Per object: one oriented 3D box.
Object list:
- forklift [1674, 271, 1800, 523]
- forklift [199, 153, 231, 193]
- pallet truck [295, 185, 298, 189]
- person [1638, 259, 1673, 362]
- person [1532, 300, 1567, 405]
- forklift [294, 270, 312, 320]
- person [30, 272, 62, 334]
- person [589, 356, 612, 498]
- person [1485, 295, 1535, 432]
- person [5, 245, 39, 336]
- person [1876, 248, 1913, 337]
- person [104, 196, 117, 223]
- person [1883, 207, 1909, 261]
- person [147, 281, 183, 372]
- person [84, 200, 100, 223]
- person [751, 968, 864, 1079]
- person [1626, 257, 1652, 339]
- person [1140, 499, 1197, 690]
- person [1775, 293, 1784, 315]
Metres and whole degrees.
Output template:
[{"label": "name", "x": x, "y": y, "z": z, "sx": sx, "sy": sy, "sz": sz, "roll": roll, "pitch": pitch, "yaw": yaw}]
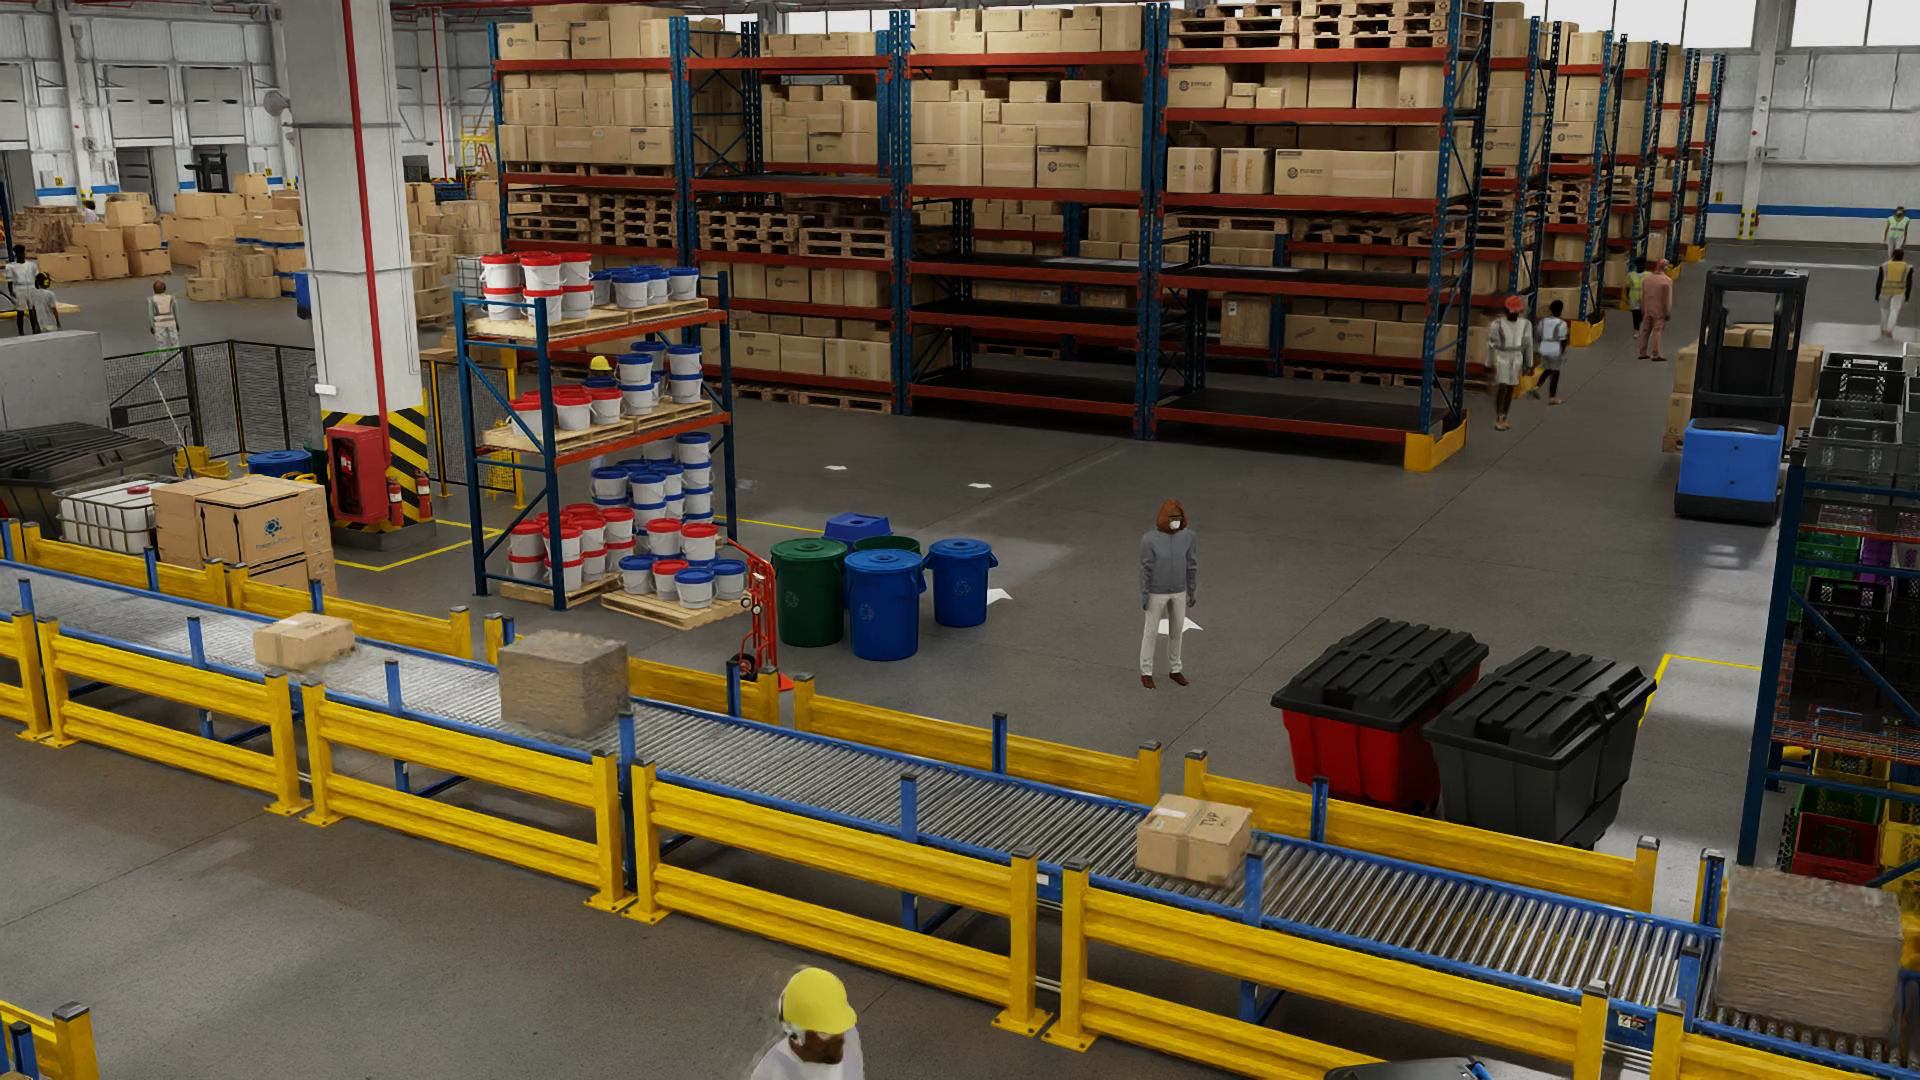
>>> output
[{"label": "forklift", "x": 9.269, "y": -1.763, "z": 19.726, "sx": 1.129, "sy": 2.768, "sz": 1.873, "roll": 8, "pitch": 17, "yaw": 27}, {"label": "forklift", "x": -27.440, "y": -12.865, "z": 61.464, "sx": 1.873, "sy": 2.768, "sz": 1.129, "roll": 8, "pitch": 17, "yaw": 28}, {"label": "pallet truck", "x": -26.804, "y": -14.617, "z": 69.738, "sx": 1.885, "sy": 1.965, "sz": 0.823, "roll": -14, "pitch": 20, "yaw": -42}, {"label": "person", "x": 13.062, "y": -4.304, "z": 31.172, "sx": 0.399, "sy": 1.899, "sz": 0.650, "roll": -8, "pitch": 17, "yaw": -27}, {"label": "person", "x": 9.507, "y": -3.016, "z": 26.730, "sx": 0.403, "sy": 1.676, "sz": 0.567, "roll": -8, "pitch": 17, "yaw": -29}, {"label": "forklift", "x": -13.681, "y": -6.246, "z": 36.579, "sx": 1.873, "sy": 2.768, "sz": 1.129, "roll": 8, "pitch": 17, "yaw": 28}, {"label": "person", "x": -15.996, "y": -3.760, "z": 29.172, "sx": 0.530, "sy": 1.869, "sz": 0.311, "roll": 4, "pitch": 15, "yaw": 14}, {"label": "person", "x": -4.400, "y": -1.389, "z": 20.457, "sx": 0.330, "sy": 1.767, "sz": 0.528, "roll": 1, "pitch": 15, "yaw": 5}, {"label": "person", "x": 8.122, "y": -2.596, "z": 24.507, "sx": 0.618, "sy": 2.012, "sz": 0.771, "roll": -1, "pitch": 15, "yaw": -4}, {"label": "person", "x": -18.854, "y": -4.972, "z": 33.540, "sx": 0.367, "sy": 1.964, "sz": 0.609, "roll": 13, "pitch": 19, "yaw": 39}, {"label": "person", "x": 19.328, "y": -5.130, "z": 34.448, "sx": 0.632, "sy": 1.803, "sz": 0.949, "roll": 8, "pitch": 17, "yaw": 29}, {"label": "person", "x": -26.056, "y": -9.628, "z": 51.171, "sx": 0.628, "sy": 1.906, "sz": 0.866, "roll": 3, "pitch": 15, "yaw": 11}, {"label": "person", "x": 26.676, "y": -8.585, "z": 47.438, "sx": 0.579, "sy": 1.803, "sz": 0.888, "roll": 9, "pitch": 18, "yaw": 31}, {"label": "person", "x": -14.289, "y": -3.831, "z": 29.884, "sx": 0.515, "sy": 1.636, "sz": 0.315, "roll": -11, "pitch": 19, "yaw": -37}, {"label": "person", "x": -26.444, "y": -9.423, "z": 50.573, "sx": 0.816, "sy": 1.817, "sz": 0.625, "roll": -9, "pitch": 17, "yaw": -30}, {"label": "person", "x": -0.558, "y": 2.389, "z": 6.153, "sx": 0.470, "sy": 1.822, "sz": 0.593, "roll": 11, "pitch": 18, "yaw": 35}, {"label": "person", "x": 14.014, "y": -5.016, "z": 34.302, "sx": 0.555, "sy": 1.663, "sz": 0.760, "roll": 6, "pitch": 16, "yaw": 22}, {"label": "person", "x": 1.728, "y": 0.447, "z": 13.831, "sx": 0.497, "sy": 1.627, "sz": 0.288, "roll": -4, "pitch": 15, "yaw": -15}, {"label": "person", "x": 15.549, "y": -4.227, "z": 31.396, "sx": 0.280, "sy": 1.624, "sz": 0.494, "roll": 2, "pitch": 15, "yaw": 9}]
